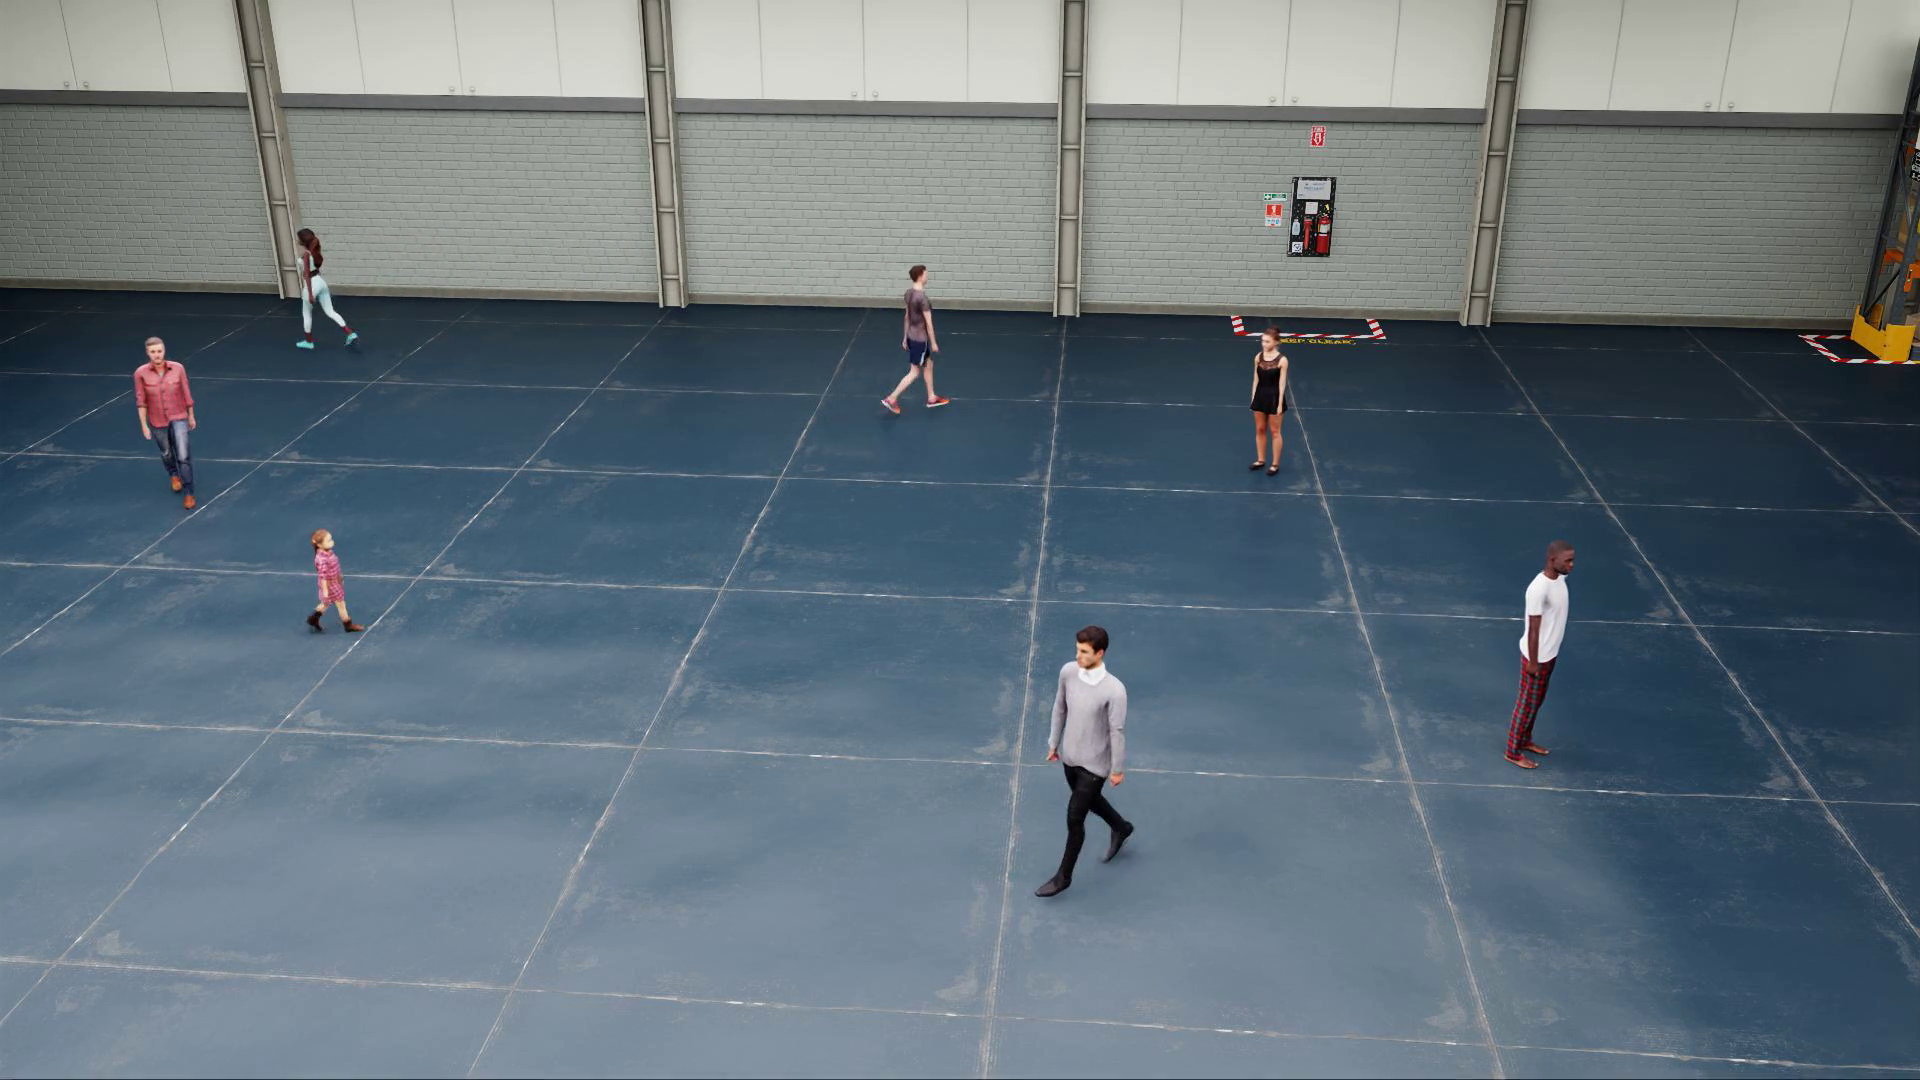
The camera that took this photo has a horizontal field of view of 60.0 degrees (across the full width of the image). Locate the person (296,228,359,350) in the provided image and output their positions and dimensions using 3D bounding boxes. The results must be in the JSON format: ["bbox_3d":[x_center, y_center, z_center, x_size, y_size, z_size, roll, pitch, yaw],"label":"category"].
[{"bbox_3d":[-8.777,-3.416,22.865,1.167,1.690,0.652,5,23,11],"label":"person"}]

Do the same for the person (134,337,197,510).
[{"bbox_3d":[-8.444,-1.284,17.730,1.260,1.785,1.149,-10,25,-23],"label":"person"}]

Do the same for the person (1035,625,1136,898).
[{"bbox_3d":[0.926,1.424,11.185,1.314,1.924,1.234,-17,28,-34],"label":"person"}]

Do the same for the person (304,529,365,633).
[{"bbox_3d":[-5.667,0.366,14.839,0.764,1.011,0.527,-3,23,-8],"label":"person"}]

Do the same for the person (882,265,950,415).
[{"bbox_3d":[-0.587,-2.413,20.346,1.254,1.816,1.032,-10,25,-23],"label":"person"}]

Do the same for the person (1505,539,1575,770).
[{"bbox_3d":[4.413,0.839,12.677,0.723,1.834,0.732,16,28,33],"label":"person"}]

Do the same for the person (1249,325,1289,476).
[{"bbox_3d":[3.454,-1.571,18.538,0.674,1.681,0.752,20,30,38],"label":"person"}]
